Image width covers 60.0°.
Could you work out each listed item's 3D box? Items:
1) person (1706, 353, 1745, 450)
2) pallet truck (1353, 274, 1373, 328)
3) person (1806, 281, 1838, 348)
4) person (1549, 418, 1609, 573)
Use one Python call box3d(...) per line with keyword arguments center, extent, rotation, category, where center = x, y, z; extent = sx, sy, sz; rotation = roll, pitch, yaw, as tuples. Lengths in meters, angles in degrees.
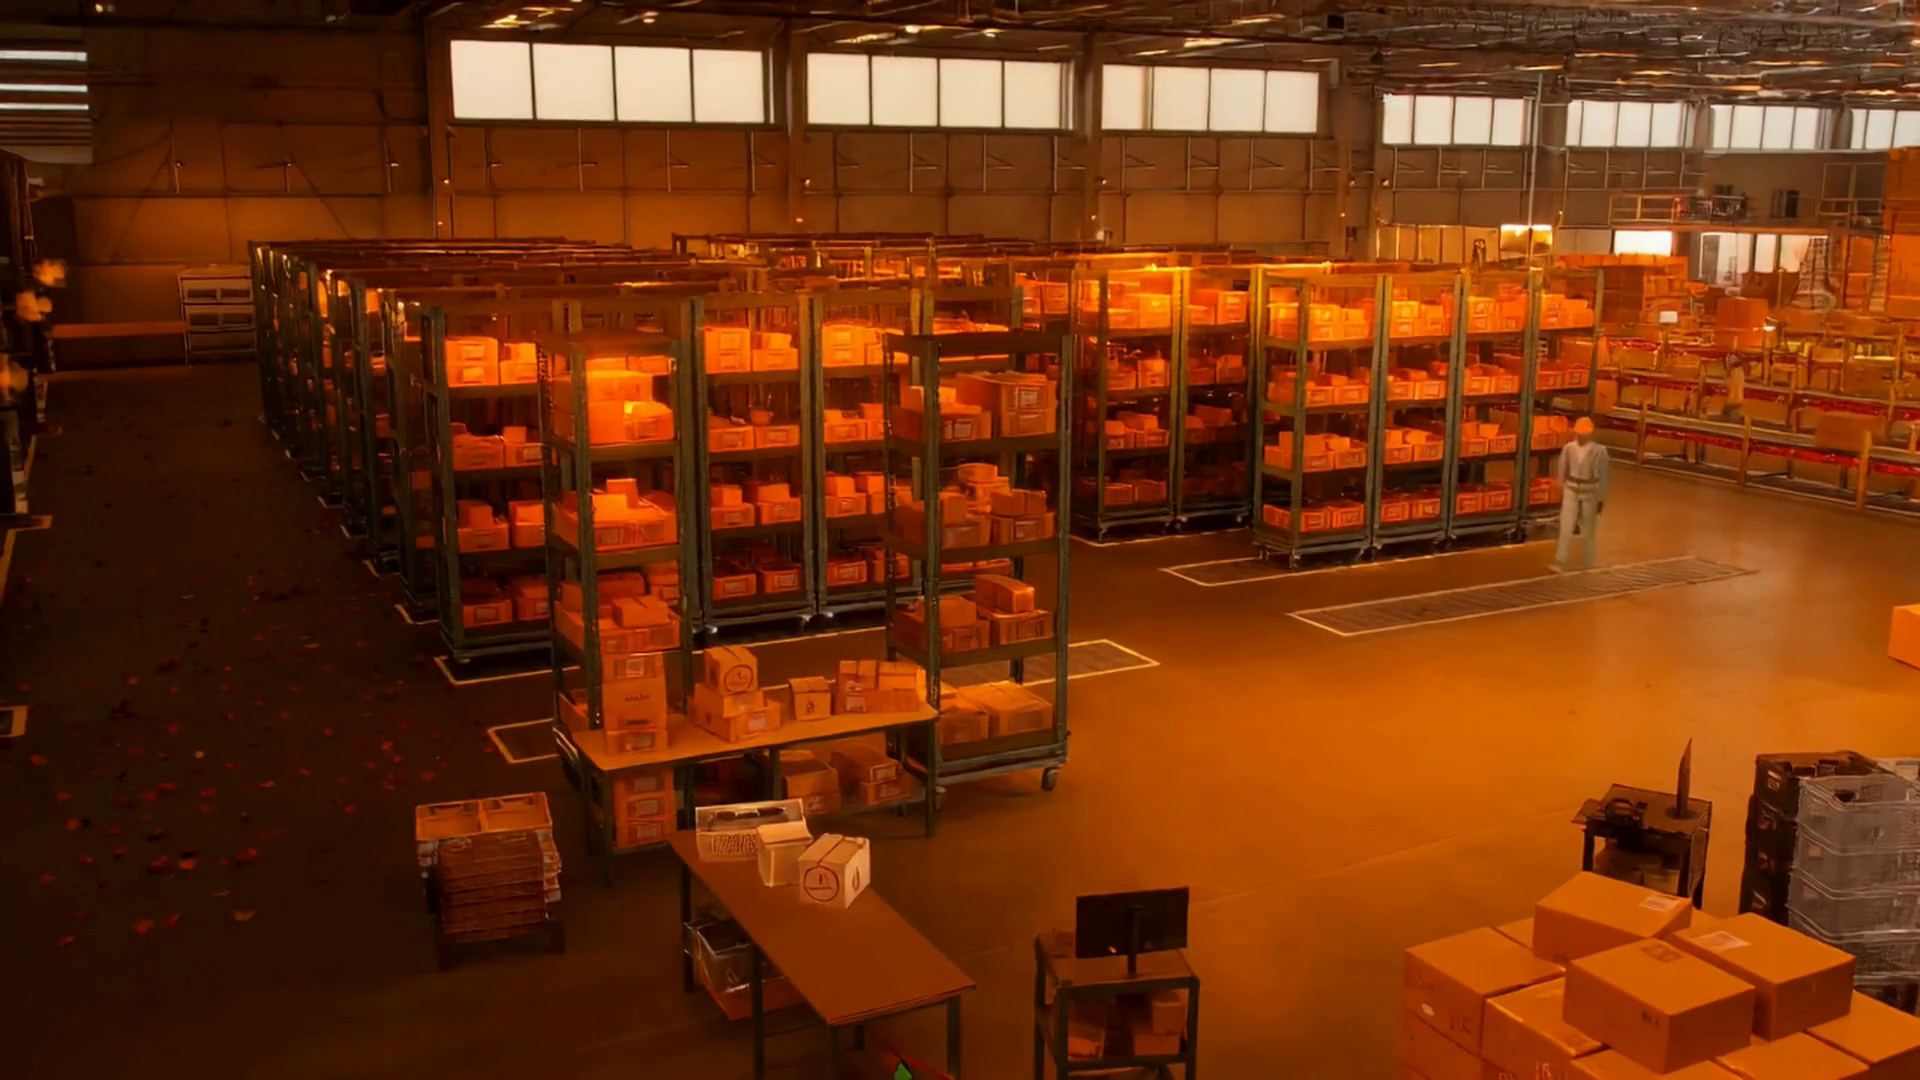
box3d(center=(13.739, -2.477, 29.747), extent=(0.548, 1.741, 0.710), rotation=(-9, 15, -37), category="person")
box3d(center=(13.011, -8.050, 55.243), extent=(0.823, 1.965, 1.885), rotation=(-7, 14, -28), category="pallet truck")
box3d(center=(24.684, -6.411, 47.584), extent=(0.612, 2.002, 0.864), rotation=(-3, 12, -13), category="person")
box3d(center=(7.558, -0.529, 20.282), extent=(0.625, 1.895, 0.984), rotation=(9, 15, 37), category="person")
